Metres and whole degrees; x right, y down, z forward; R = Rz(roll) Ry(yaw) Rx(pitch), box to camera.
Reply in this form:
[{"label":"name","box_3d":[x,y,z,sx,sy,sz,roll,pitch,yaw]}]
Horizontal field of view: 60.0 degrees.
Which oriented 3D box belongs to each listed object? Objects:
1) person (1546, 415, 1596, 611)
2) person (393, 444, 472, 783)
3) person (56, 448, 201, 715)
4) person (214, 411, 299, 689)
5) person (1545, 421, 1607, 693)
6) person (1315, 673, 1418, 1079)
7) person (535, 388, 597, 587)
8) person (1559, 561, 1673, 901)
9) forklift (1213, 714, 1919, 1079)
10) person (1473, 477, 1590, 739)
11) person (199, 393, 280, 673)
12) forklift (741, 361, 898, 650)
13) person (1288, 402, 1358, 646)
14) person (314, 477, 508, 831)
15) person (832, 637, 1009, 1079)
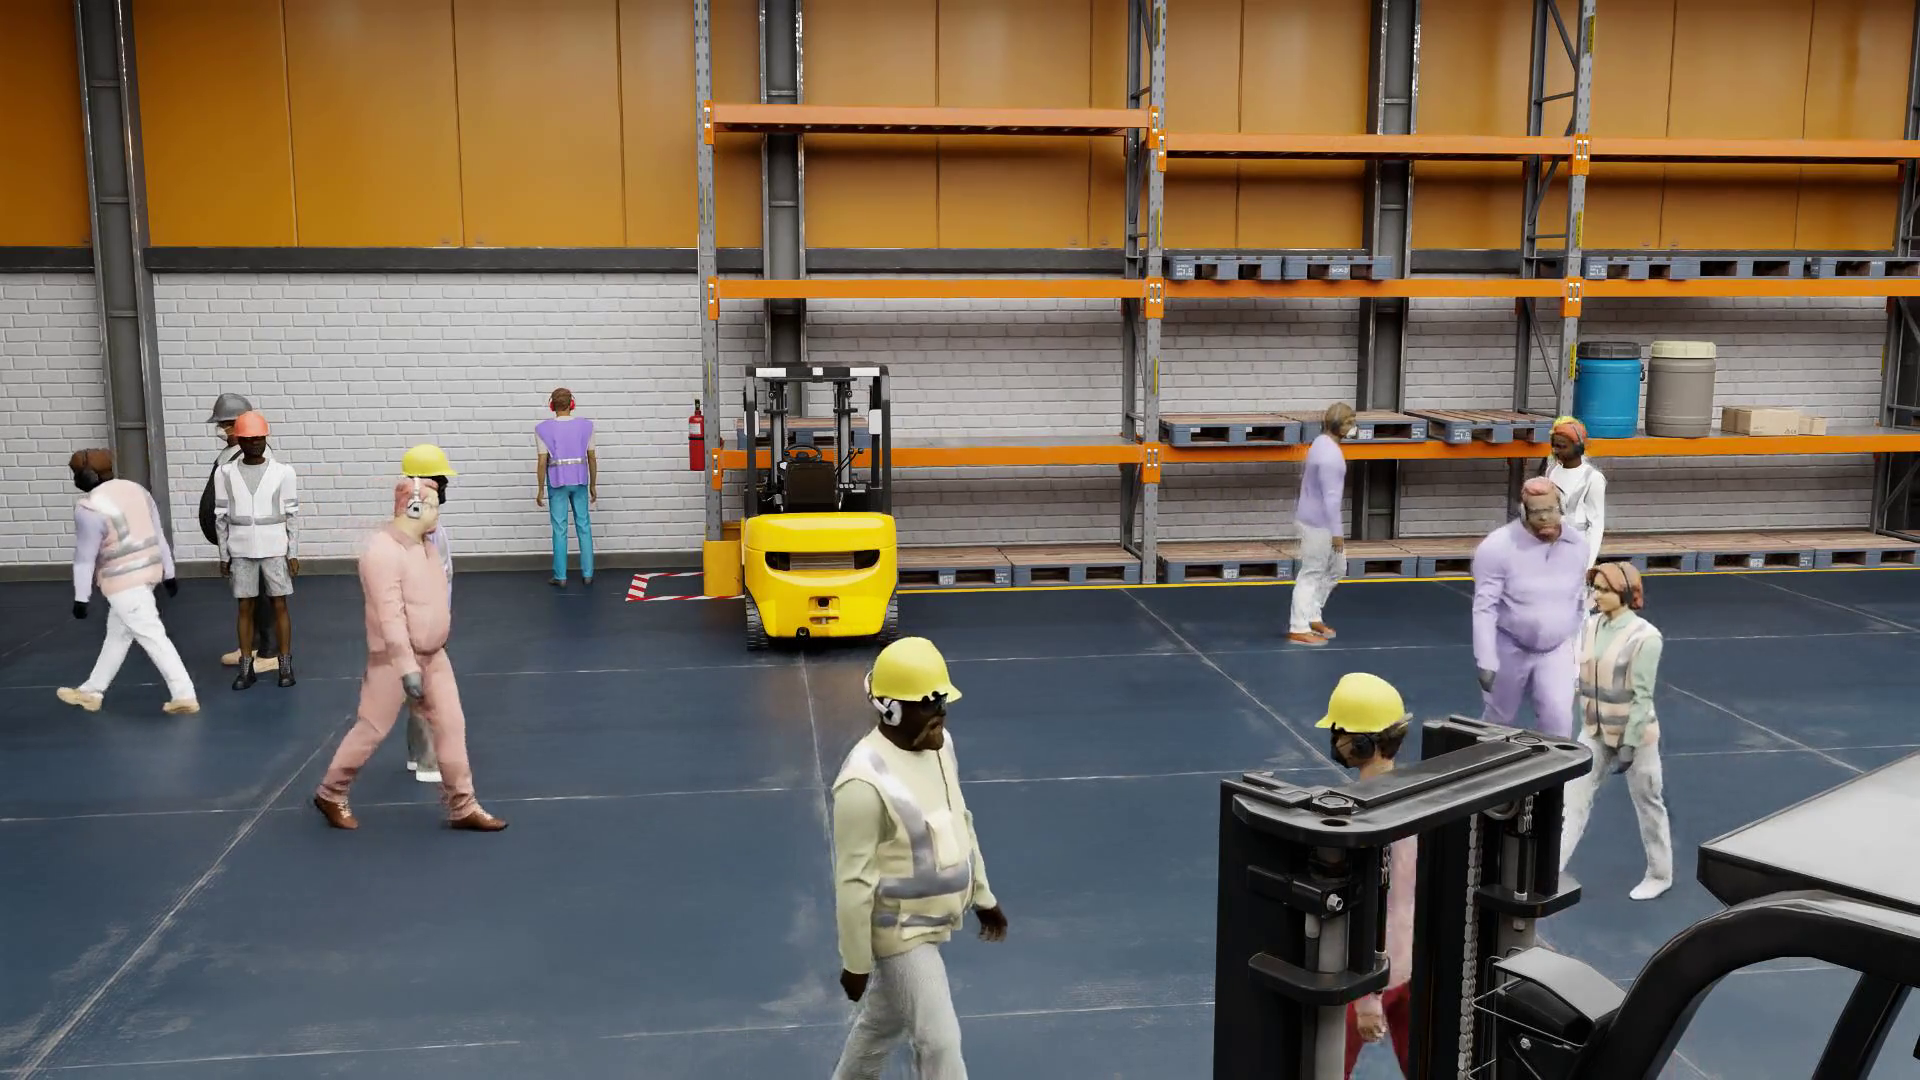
[{"label":"person","box_3d":[5.131,-0.207,14.017,0.823,1.710,0.483,-1,9,-9]},{"label":"person","box_3d":[-3.030,0.415,9.477,0.373,1.928,0.584,-4,10,-25]},{"label":"person","box_3d":[-5.459,0.285,10.819,1.029,1.759,0.631,1,9,4]},{"label":"person","box_3d":[-4.885,0.071,11.582,0.547,1.942,0.345,-2,9,-15]},{"label":"person","box_3d":[4.174,0.116,11.475,0.355,1.887,0.574,-3,10,-19]},{"label":"person","box_3d":[1.196,1.242,4.972,0.930,1.720,0.532,7,11,37]},{"label":"person","box_3d":[-3.622,-0.479,15.345,0.563,1.837,0.388,-5,10,-28]},{"label":"person","box_3d":[2.945,0.890,7.547,0.858,1.589,0.526,-4,10,-21]},{"label":"forklift","box_3d":[1.441,1.425,2.350,1.214,2.155,2.313,-7,12,-39]},{"label":"person","box_3d":[2.966,0.589,8.628,0.669,1.859,0.936,-1,9,-6]},{"label":"person","box_3d":[-5.224,-0.056,12.071,0.536,2.000,0.688,-8,12,-40]},{"label":"forklift","box_3d":[-1.154,-0.340,13.365,1.214,2.155,2.313,-1,9,-7]},{"label":"person","box_3d":[2.787,-0.113,12.841,0.504,1.910,0.643,2,9,13]},{"label":"person","box_3d":[-2.897,0.597,8.594,1.010,1.852,0.658,2,9,14]},{"label":"person","box_3d":[-0.124,1.174,5.188,0.866,1.792,0.594,3,10,20]}]
